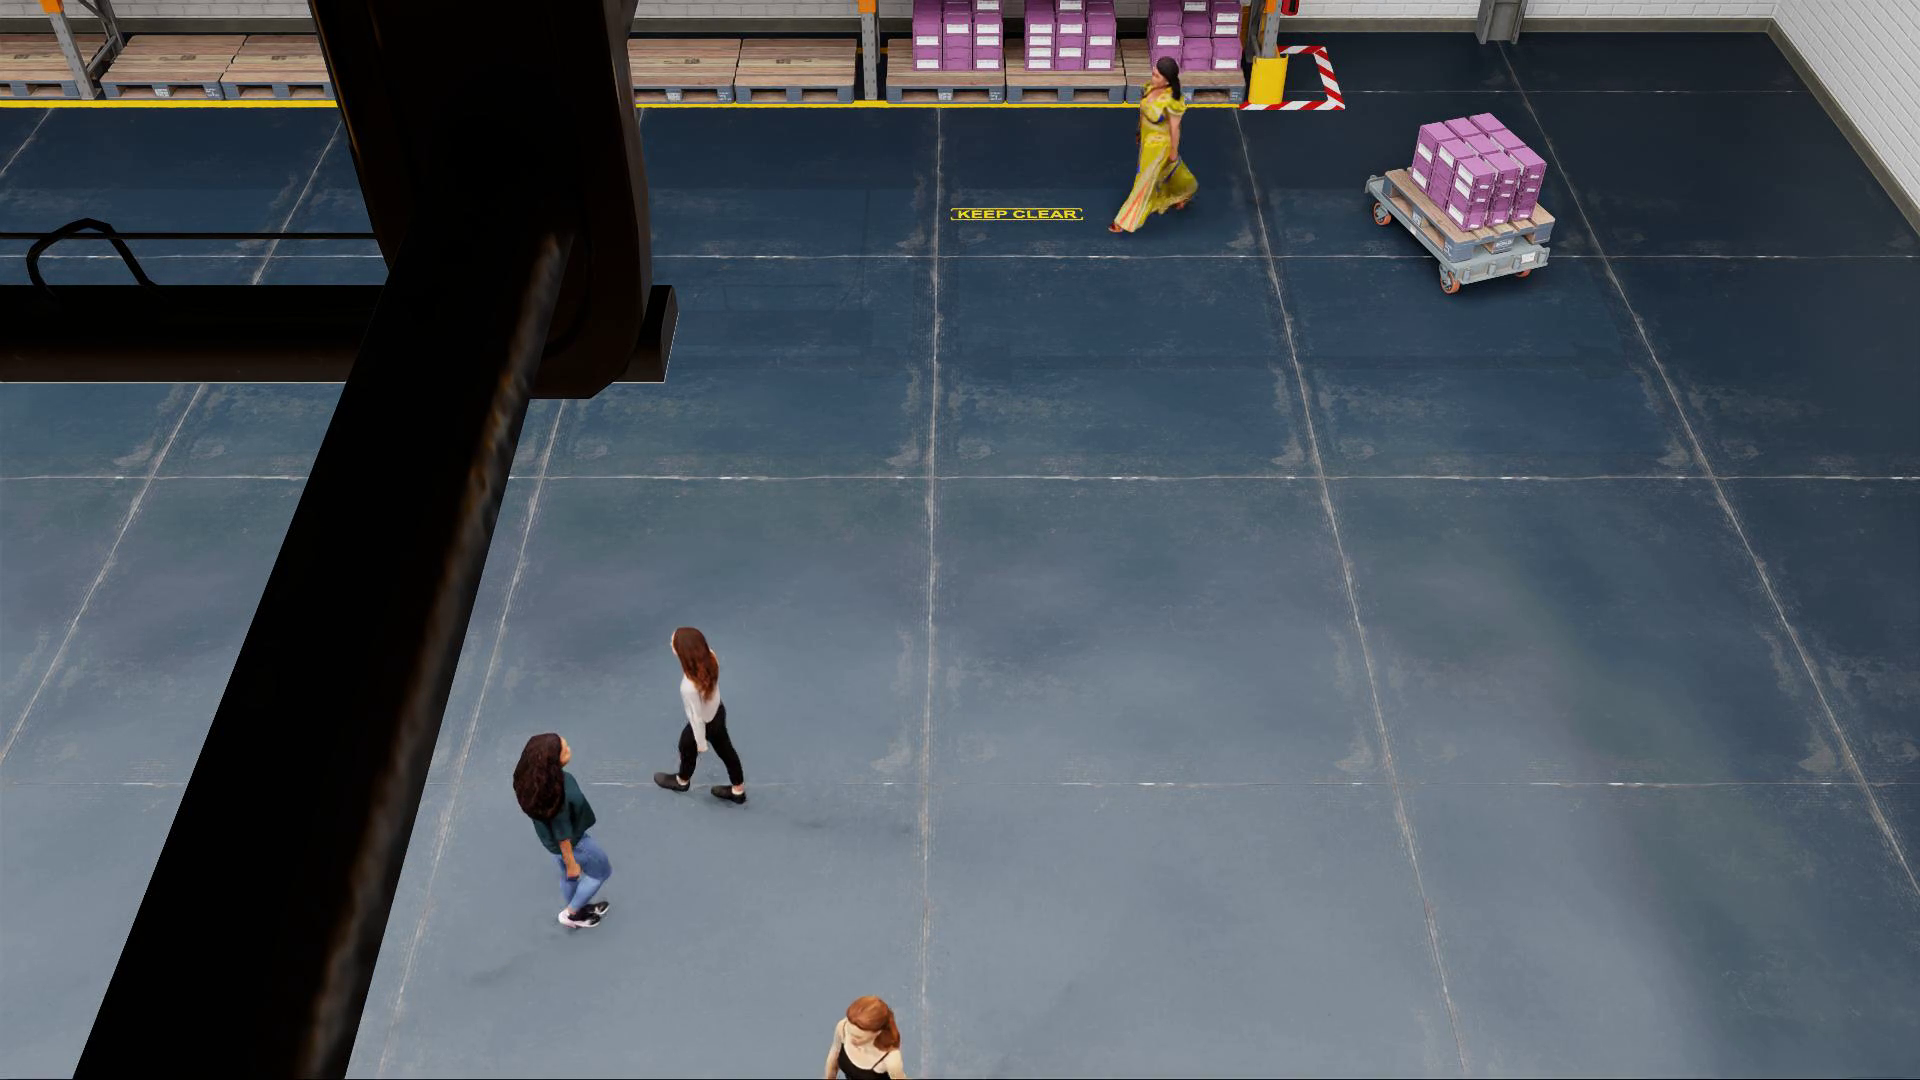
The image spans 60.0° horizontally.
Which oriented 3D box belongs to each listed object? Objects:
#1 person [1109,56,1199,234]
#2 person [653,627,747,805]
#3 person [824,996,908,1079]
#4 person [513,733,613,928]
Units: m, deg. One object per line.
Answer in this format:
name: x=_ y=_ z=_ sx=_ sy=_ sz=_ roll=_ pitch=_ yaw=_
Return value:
person: x=1.840 y=-3.546 z=14.819 sx=1.335 sy=1.612 sz=1.059 roll=-19 pitch=47 yaw=-18
person: x=-1.469 y=1.094 z=10.059 sx=0.895 sy=1.459 sz=0.700 roll=11 pitch=45 yaw=12
person: x=-0.363 y=2.682 z=8.286 sx=0.845 sy=1.606 sz=0.783 roll=-34 pitch=53 yaw=-31
person: x=-2.282 y=1.693 z=9.321 sx=0.751 sy=1.610 sz=0.714 roll=-22 pitch=48 yaw=-21
